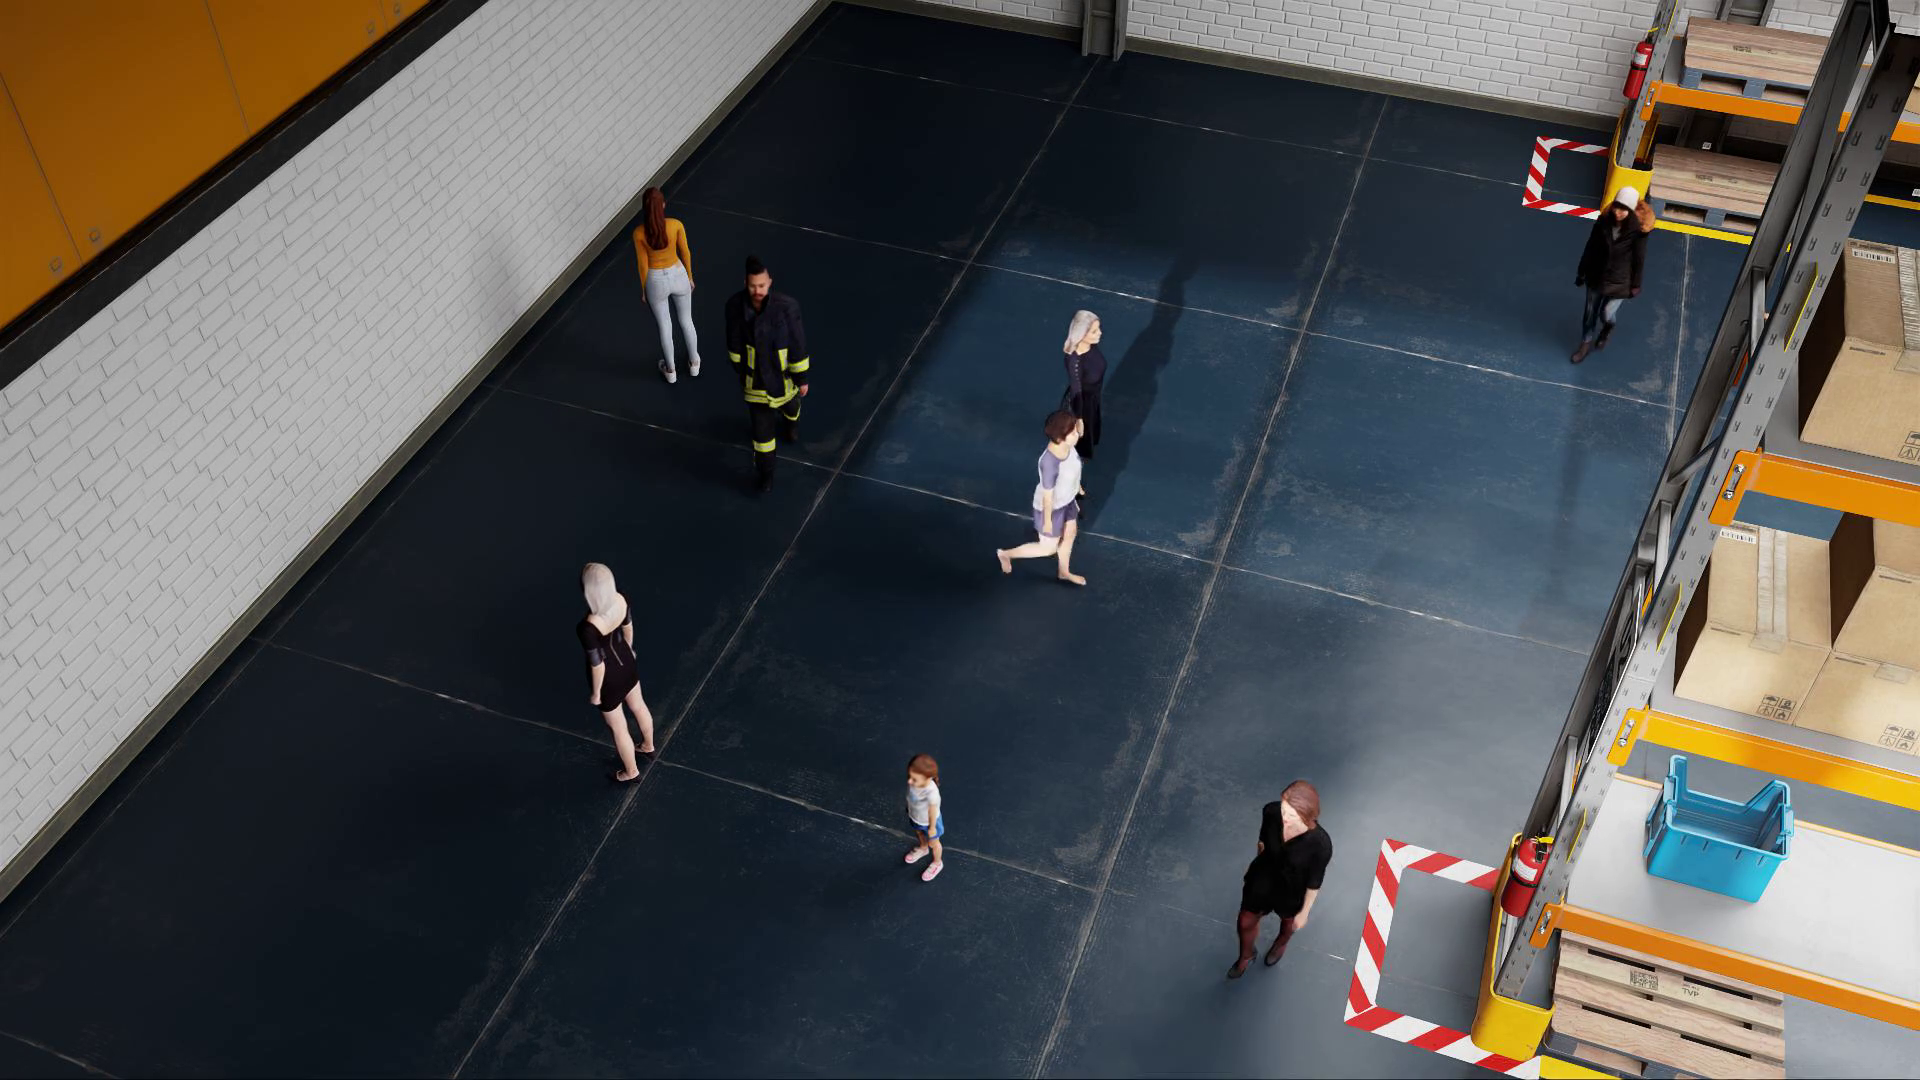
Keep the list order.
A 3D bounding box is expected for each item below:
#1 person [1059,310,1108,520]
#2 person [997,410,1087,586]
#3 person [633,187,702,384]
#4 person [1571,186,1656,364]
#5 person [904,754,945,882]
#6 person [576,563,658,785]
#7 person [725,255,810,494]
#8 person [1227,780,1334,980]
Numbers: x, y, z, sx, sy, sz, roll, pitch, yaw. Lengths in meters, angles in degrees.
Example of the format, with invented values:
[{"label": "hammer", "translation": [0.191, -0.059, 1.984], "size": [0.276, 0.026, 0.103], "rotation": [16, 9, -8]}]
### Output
[{"label": "person", "translation": [0.866, -0.915, 11.906], "size": [0.560, 1.747, 0.594], "rotation": [12, 45, 13]}, {"label": "person", "translation": [0.582, -0.274, 11.377], "size": [0.831, 1.548, 0.550], "rotation": [14, 45, 14]}, {"label": "person", "translation": [-2.295, -2.002, 13.044], "size": [0.682, 1.751, 0.753], "rotation": [-14, 45, -14]}, {"label": "person", "translation": [5.228, -2.140, 13.286], "size": [0.775, 1.617, 0.836], "rotation": [33, 53, 30]}, {"label": "person", "translation": [-0.203, 1.602, 9.792], "size": [0.535, 1.019, 0.453], "rotation": [-28, 50, -27]}, {"label": "person", "translation": [-2.086, 0.804, 10.042], "size": [0.515, 1.830, 0.602], "rotation": [18, 46, 18]}, {"label": "person", "translation": [-1.381, -1.340, 12.298], "size": [1.218, 1.822, 1.104], "rotation": [-1, 44, -1]}, {"label": "person", "translation": [1.838, 1.813, 9.085], "size": [0.709, 1.688, 0.770], "rotation": [31, 52, 29]}]
